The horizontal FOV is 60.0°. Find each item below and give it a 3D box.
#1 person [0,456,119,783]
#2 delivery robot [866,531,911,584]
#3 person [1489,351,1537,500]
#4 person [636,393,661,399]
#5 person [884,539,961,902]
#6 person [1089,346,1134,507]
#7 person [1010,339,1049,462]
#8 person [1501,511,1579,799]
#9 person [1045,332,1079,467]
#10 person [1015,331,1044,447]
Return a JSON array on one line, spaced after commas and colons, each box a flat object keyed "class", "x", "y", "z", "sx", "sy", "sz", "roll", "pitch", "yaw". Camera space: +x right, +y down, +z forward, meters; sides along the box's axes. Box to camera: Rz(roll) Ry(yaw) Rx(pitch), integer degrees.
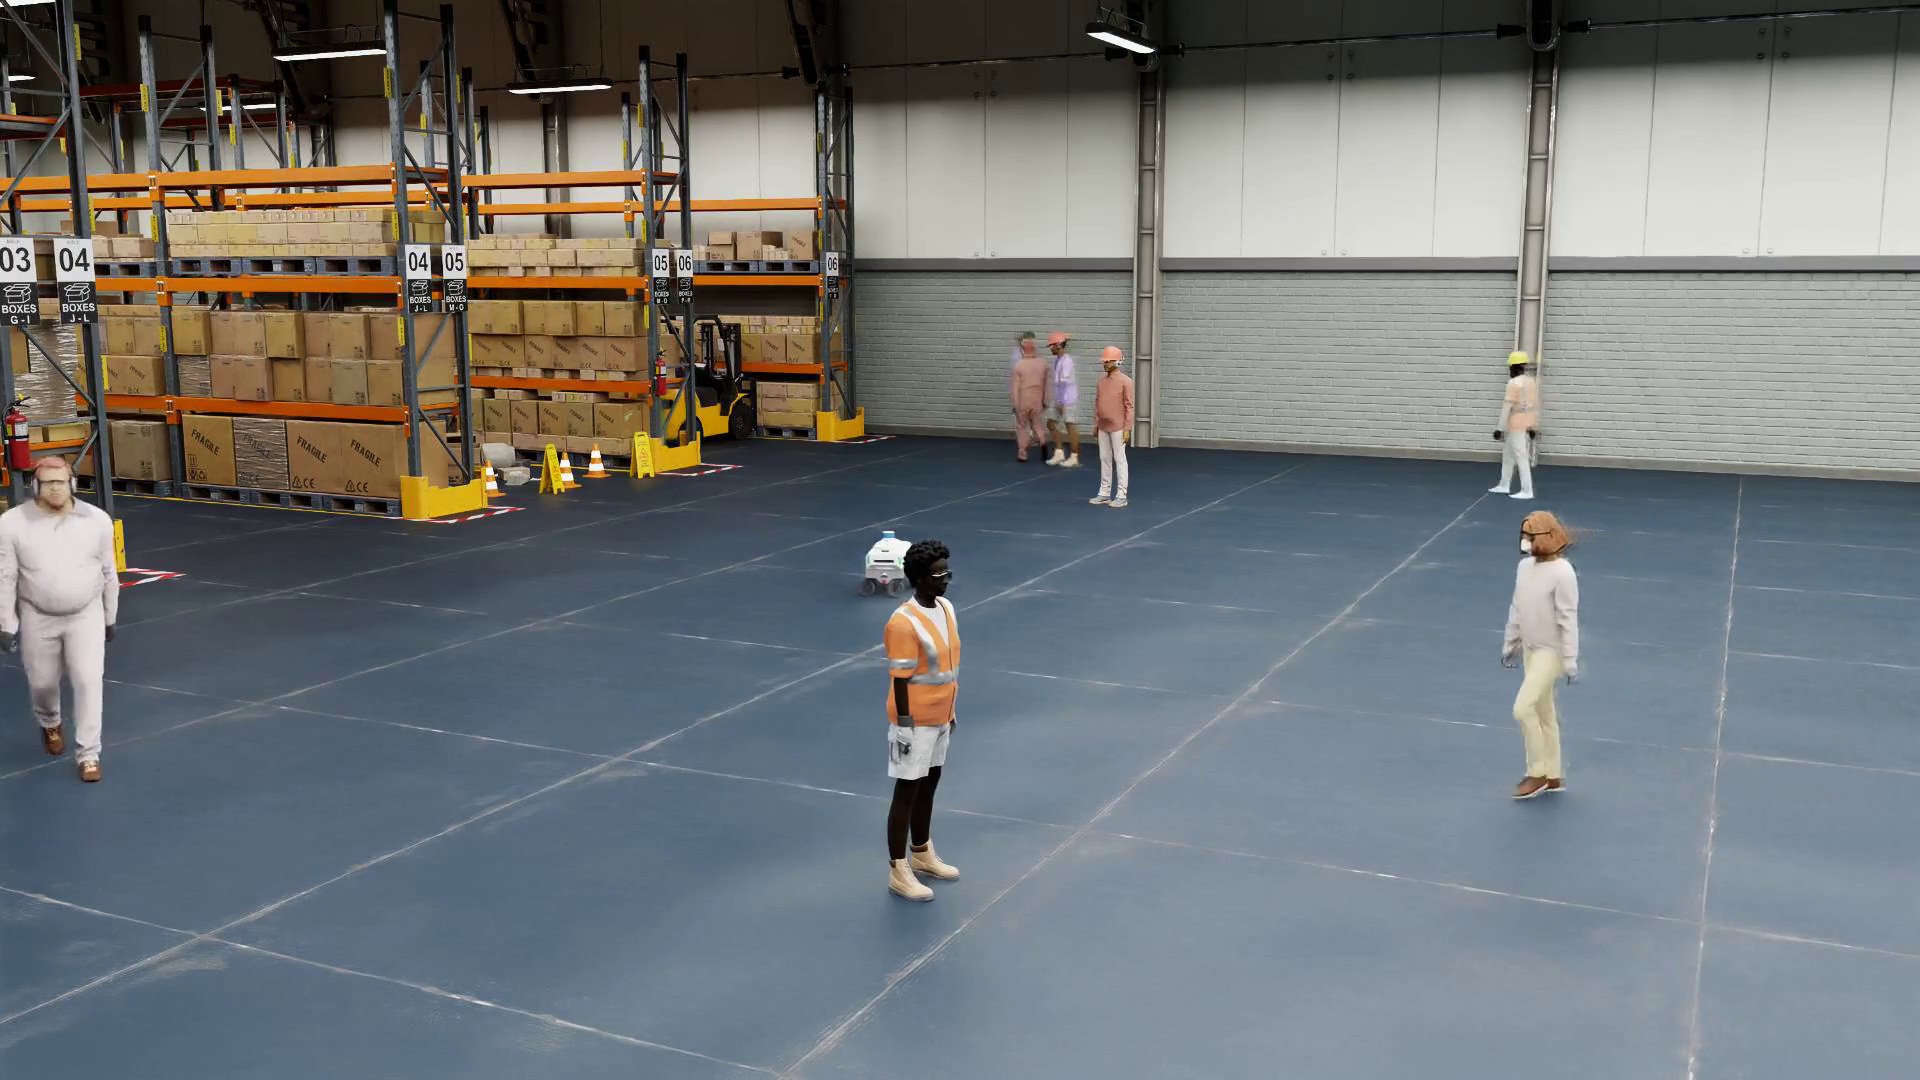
[{"class": "person", "x": -5.287, "y": 0.432, "z": 9.772, "sx": 0.646, "sy": 1.881, "sz": 0.868, "roll": -6, "pitch": 11, "yaw": -31}, {"class": "delivery robot", "x": -0.647, "y": 0.163, "z": 15.171, "sx": 0.477, "sy": 0.478, "sz": 0.707, "roll": 1, "pitch": 9, "yaw": 5}, {"class": "person", "x": 7.087, "y": -1.479, "z": 21.427, "sx": 0.815, "sy": 1.897, "sz": 0.593, "roll": 8, "pitch": 12, "yaw": 40}, {"class": "person", "x": -5.084, "y": -2.249, "z": 26.410, "sx": 0.900, "sy": 1.804, "sz": 0.562, "roll": 4, "pitch": 10, "yaw": 23}, {"class": "person", "x": -0.168, "y": 0.833, "z": 7.858, "sx": 0.318, "sy": 1.695, "sz": 0.539, "roll": 4, "pitch": 10, "yaw": 25}, {"class": "person", "x": 1.888, "y": -1.410, "z": 20.698, "sx": 0.381, "sy": 1.993, "sz": 0.622, "roll": -8, "pitch": 12, "yaw": -40}, {"class": "person", "x": 1.064, "y": -2.105, "z": 25.277, "sx": 0.659, "sy": 1.890, "sz": 0.590, "roll": -4, "pitch": 10, "yaw": -25}, {"class": "person", "x": 3.184, "y": 0.641, "z": 9.255, "sx": 0.511, "sy": 1.612, "sz": 0.536, "roll": -2, "pitch": 9, "yaw": -11}, {"class": "person", "x": 1.502, "y": -2.077, "z": 24.726, "sx": 0.626, "sy": 2.008, "sz": 0.647, "roll": -3, "pitch": 10, "yaw": -15}, {"class": "person", "x": 1.153, "y": -2.486, "z": 27.503, "sx": 0.484, "sy": 1.925, "sz": 0.664, "roll": 5, "pitch": 10, "yaw": 26}]
